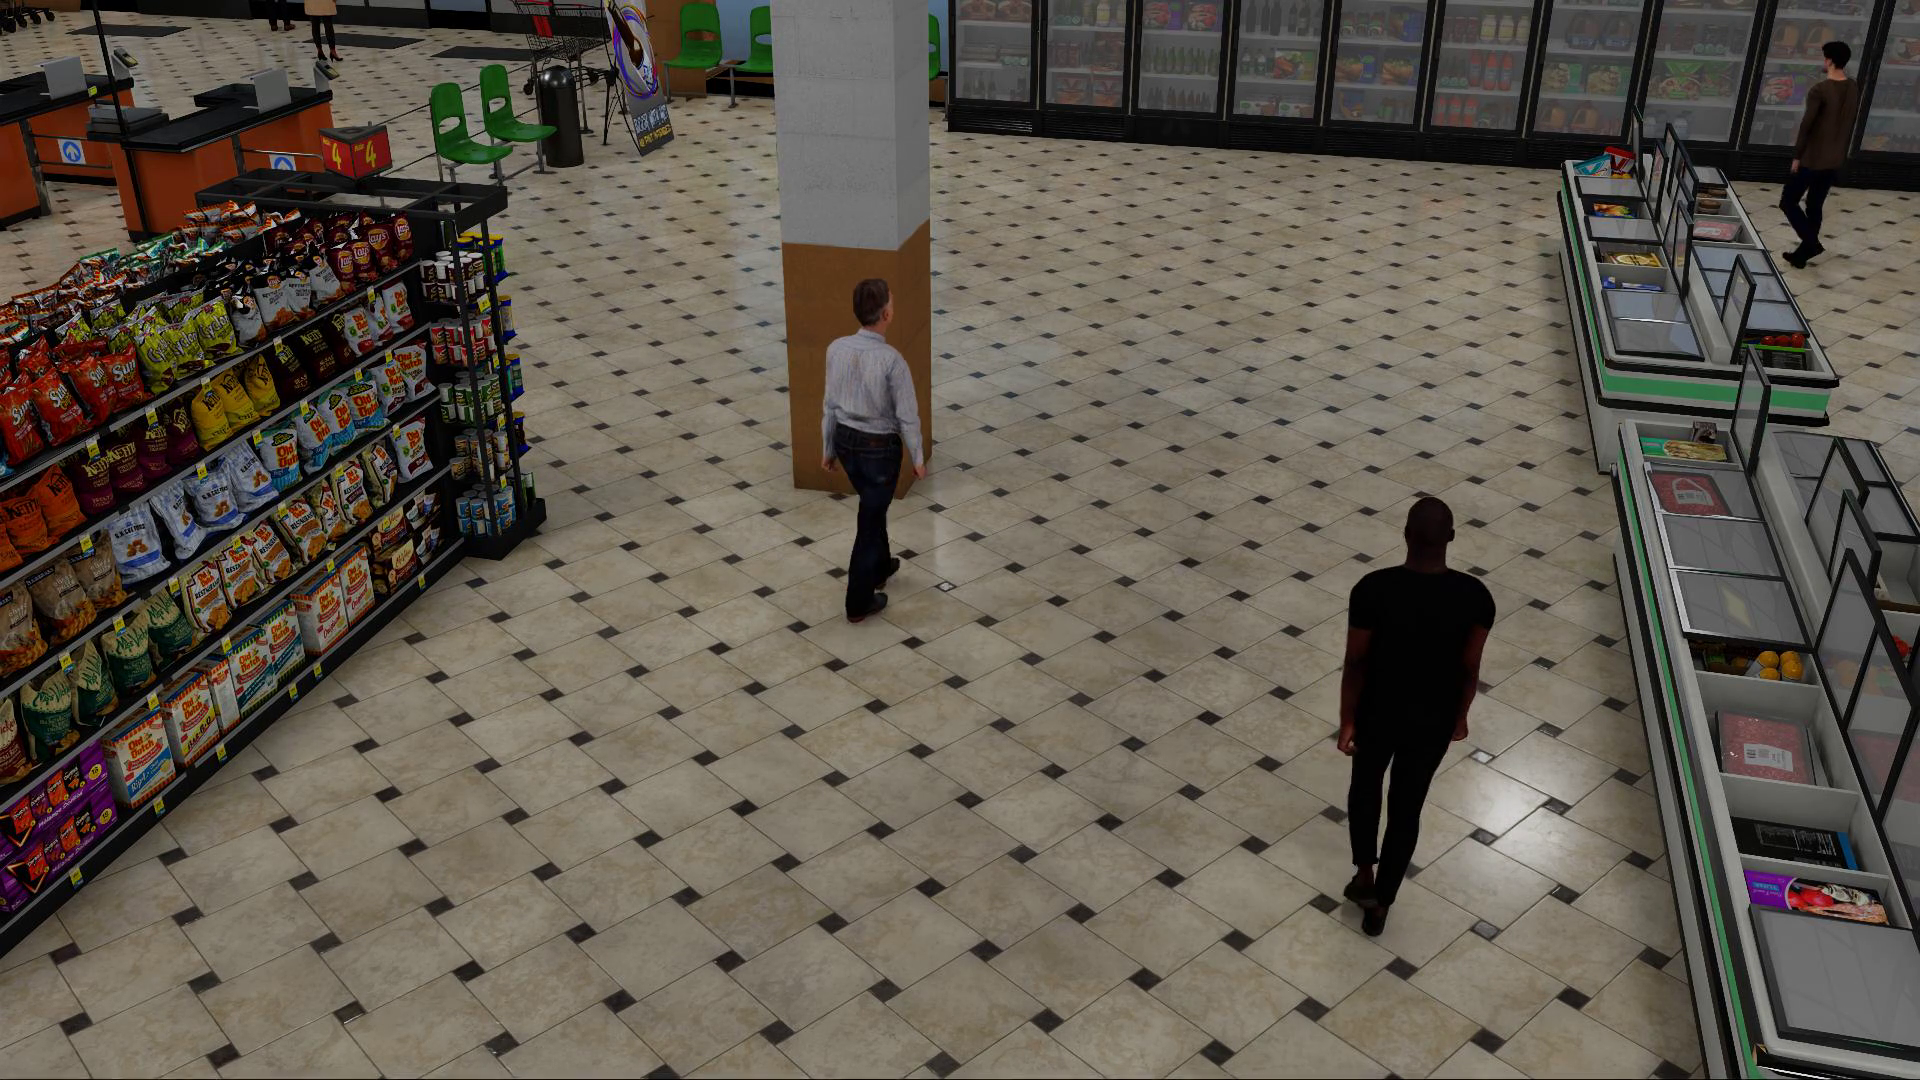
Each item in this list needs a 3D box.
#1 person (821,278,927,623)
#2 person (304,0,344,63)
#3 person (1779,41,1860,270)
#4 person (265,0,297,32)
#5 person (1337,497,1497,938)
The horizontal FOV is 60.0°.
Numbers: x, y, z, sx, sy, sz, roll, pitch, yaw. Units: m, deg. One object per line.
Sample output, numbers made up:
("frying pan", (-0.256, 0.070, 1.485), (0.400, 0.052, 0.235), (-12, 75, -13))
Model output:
("person", (-0.507, -0.420, 8.437), (0.826, 1.797, 0.955), (16, 31, 28))
("person", (-8.427, -7.149, 21.833), (0.643, 1.682, 0.501), (7, 28, 13))
("person", (7.107, -3.113, 13.662), (0.881, 1.874, 0.951), (-8, 28, -15))
("person", (-9.927, -8.224, 23.905), (0.698, 1.725, 0.663), (-4, 27, -7))
("person", (1.645, 0.731, 6.158), (0.658, 1.806, 0.618), (6, 28, 12))
